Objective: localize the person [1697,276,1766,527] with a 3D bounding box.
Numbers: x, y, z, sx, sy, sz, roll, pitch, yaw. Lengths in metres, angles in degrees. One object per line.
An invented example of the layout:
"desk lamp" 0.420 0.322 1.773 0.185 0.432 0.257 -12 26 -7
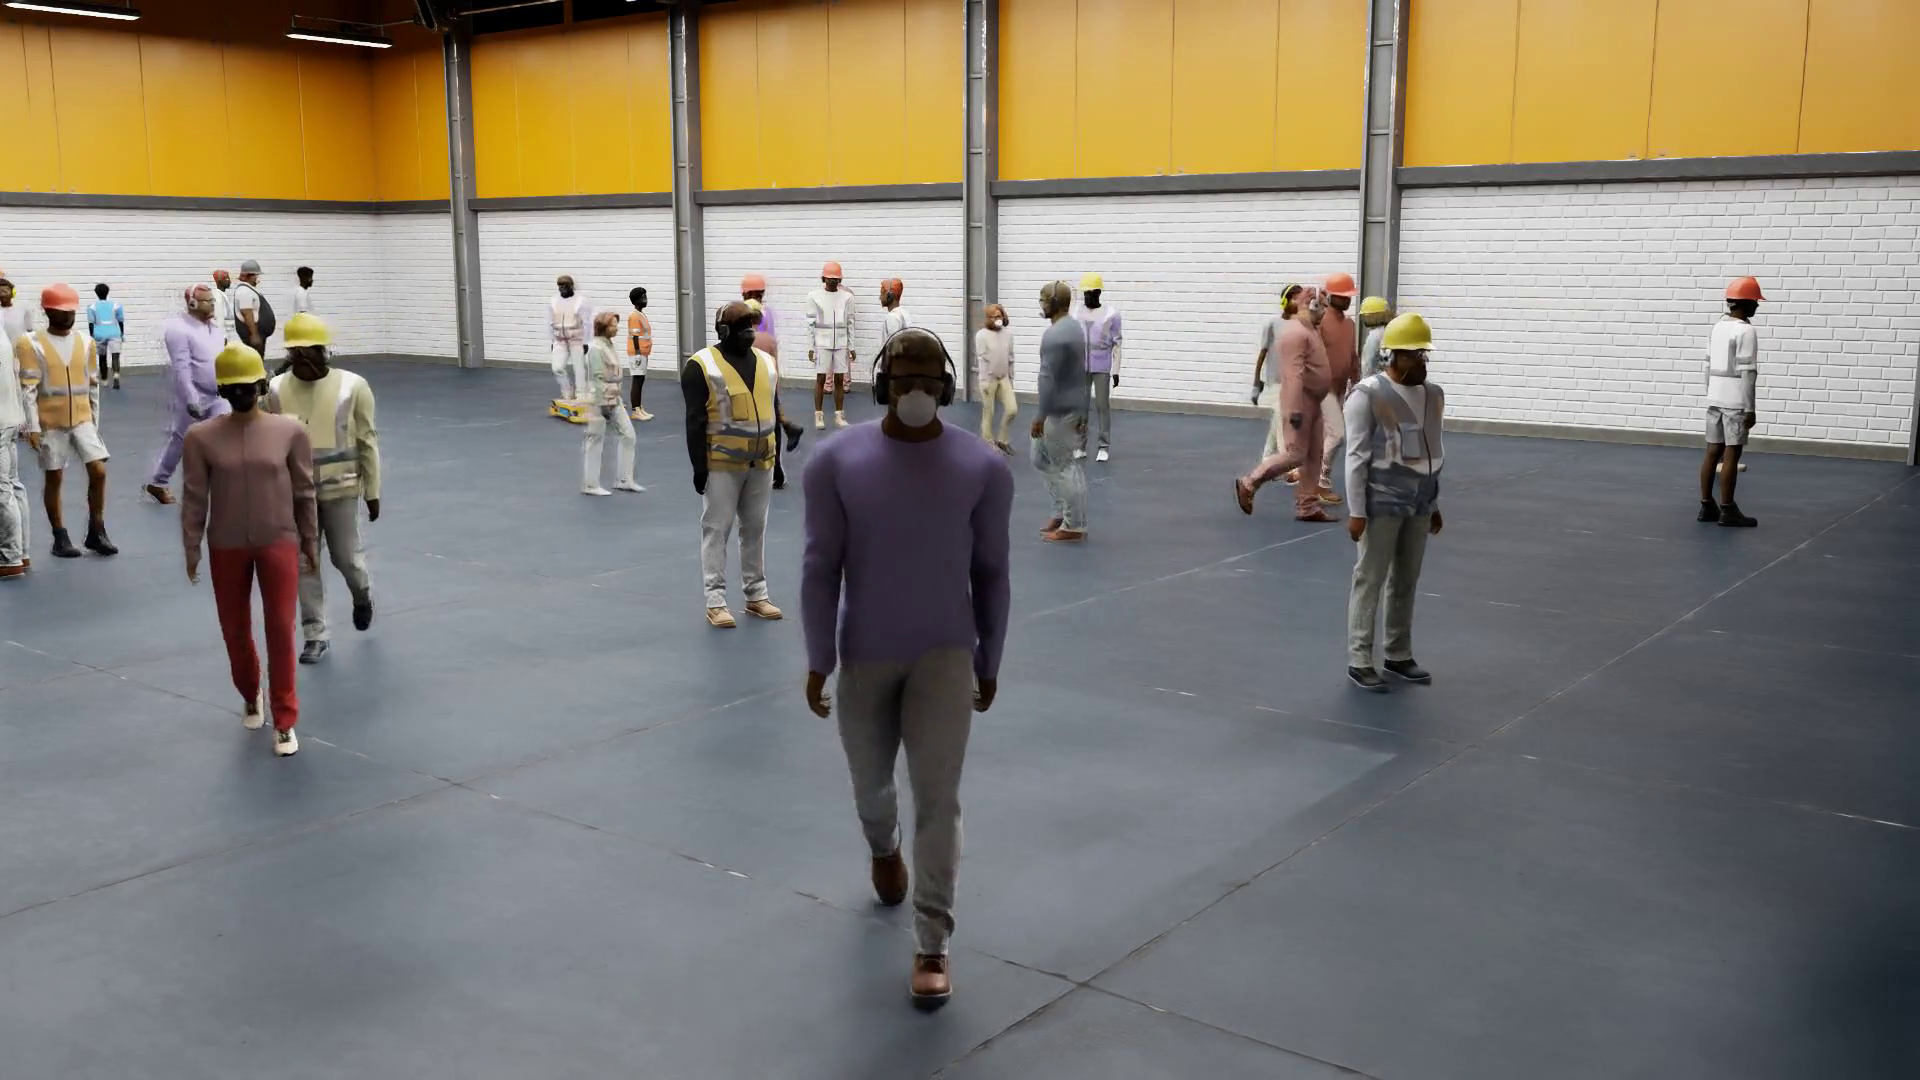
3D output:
"person" 6.021 -1.074 12.953 0.370 1.939 0.543 -1 10 -7

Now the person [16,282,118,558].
"person" -6.166 -0.808 11.484 0.624 1.915 0.571 8 13 39

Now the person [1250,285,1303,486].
"person" 3.017 -1.401 15.194 0.546 1.821 0.921 -6 11 -30

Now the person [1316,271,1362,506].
"person" 3.105 -1.247 13.862 0.532 1.964 0.734 9 13 43

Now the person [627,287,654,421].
"person" -4.071 -2.364 21.166 0.315 1.696 0.541 0 10 -2

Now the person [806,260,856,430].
"person" -1.544 -2.347 20.090 0.605 2.034 0.390 -4 10 -20

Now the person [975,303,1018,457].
"person" 0.372 -1.623 17.125 0.509 1.609 0.437 -6 12 -32

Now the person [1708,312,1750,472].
"person" 7.484 -1.564 16.120 0.501 1.839 0.341 -8 12 -38

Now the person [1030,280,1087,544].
"person" 0.688 -0.918 12.111 0.530 1.921 0.633 2 10 13

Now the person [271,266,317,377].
"person" -10.545 -3.397 26.539 0.870 1.936 0.615 -4 10 -20

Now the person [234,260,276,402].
"person" -10.102 -2.999 23.866 0.537 2.000 0.687 -3 10 -18

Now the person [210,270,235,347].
"person" -10.854 -3.031 24.504 0.337 1.882 0.585 -4 10 -21

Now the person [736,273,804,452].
"person" -2.019 -1.792 17.189 0.652 1.925 0.565 1 10 6

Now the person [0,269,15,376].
"person" -13.697 -2.902 23.545 0.949 1.954 0.617 -9 13 -42

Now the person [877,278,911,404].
"person" -0.618 -1.564 15.965 0.337 1.882 0.585 1 10 8

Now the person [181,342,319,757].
"person" -3.051 0.017 7.179 0.539 1.743 0.725 -4 10 -20

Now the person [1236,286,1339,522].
"person" 2.630 -1.068 13.132 0.717 1.871 0.661 4 11 24

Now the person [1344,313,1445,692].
"person" 2.127 -0.184 8.085 0.600 1.829 0.404 -6 11 -30

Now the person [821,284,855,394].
"person" -1.904 -3.155 25.163 0.639 1.909 0.406 -4 10 -21

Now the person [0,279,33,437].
"person" -11.012 -2.101 19.275 0.555 1.818 0.960 -3 10 -19

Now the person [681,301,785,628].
"person" -1.266 -0.434 9.506 0.627 1.846 0.429 -9 13 -41

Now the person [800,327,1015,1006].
"person" -0.153 0.312 4.981 0.624 1.913 0.913 0 10 0

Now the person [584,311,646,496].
"person" -3.023 -1.180 14.502 0.632 1.615 0.544 2 10 11

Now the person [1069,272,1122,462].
"person" 1.351 -1.760 16.980 0.593 1.925 0.384 4 11 25

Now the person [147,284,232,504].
"person" -6.437 -1.217 13.999 0.964 1.872 0.629 3 10 15

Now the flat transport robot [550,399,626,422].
"flat transport robot" -4.751 -1.665 21.241 0.652 0.197 1.431 -5 11 -26

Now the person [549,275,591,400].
"person" -5.345 -2.711 22.809 0.646 1.821 0.439 2 10 10

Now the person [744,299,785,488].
"person" -1.878 -1.331 15.129 0.931 1.707 0.519 9 13 42

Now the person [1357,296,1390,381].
"person" 3.834 -1.406 15.530 0.352 1.720 0.484 4 10 21

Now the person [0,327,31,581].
"person" -6.284 -0.697 10.762 0.371 1.939 0.629 -3 10 -15

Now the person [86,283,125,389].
"person" -13.450 -3.218 26.226 0.530 1.668 0.804 -5 11 -26

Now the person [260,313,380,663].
"person" -3.354 -0.292 8.765 0.604 1.810 0.661 -1 10 -4
